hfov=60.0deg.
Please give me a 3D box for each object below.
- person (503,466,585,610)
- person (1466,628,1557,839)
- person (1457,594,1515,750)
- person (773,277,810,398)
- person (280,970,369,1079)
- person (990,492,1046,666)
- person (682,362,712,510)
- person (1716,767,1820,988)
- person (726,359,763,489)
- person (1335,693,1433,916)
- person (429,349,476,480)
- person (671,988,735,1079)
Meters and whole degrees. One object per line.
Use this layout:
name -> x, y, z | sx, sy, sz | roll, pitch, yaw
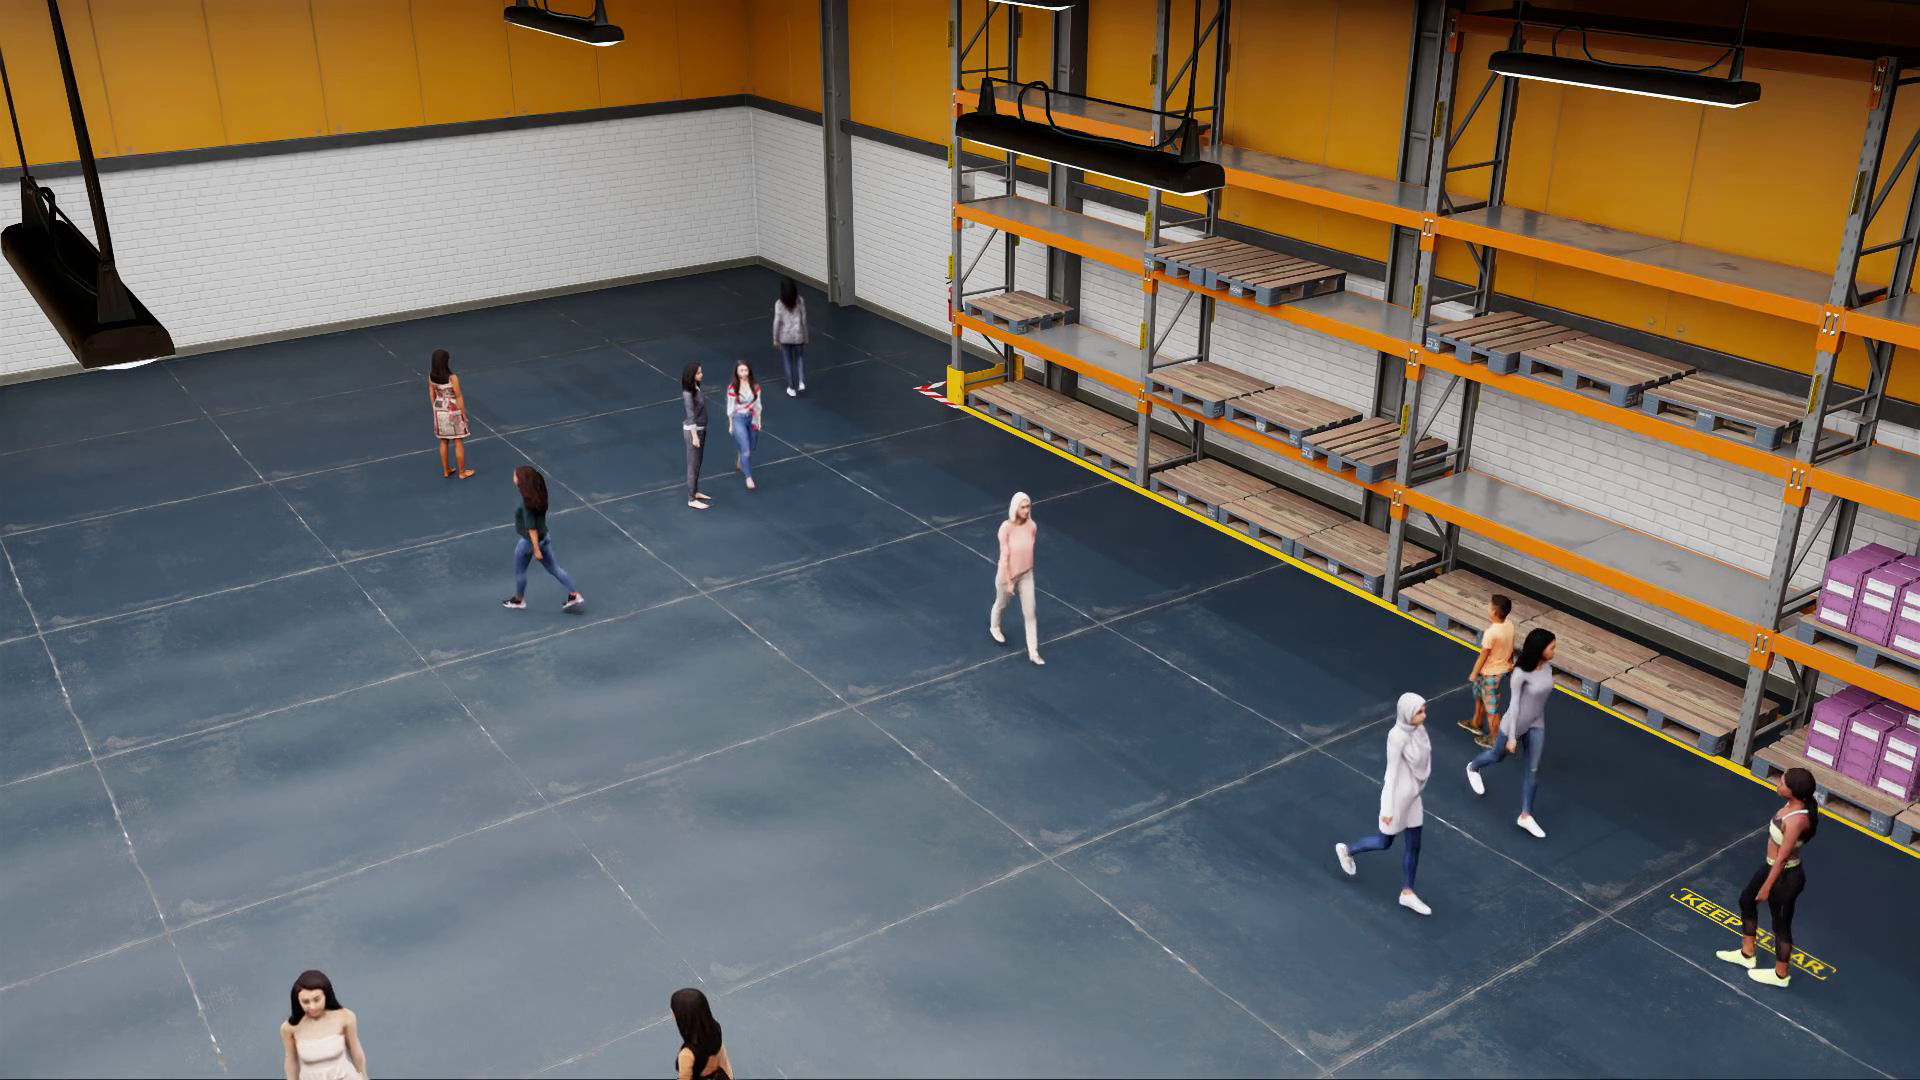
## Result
person -> -4.260, 0.021, 17.014 | 1.116, 1.576, 1.084 | 4, 24, 8
person -> 4.478, 1.492, 13.506 | 0.768, 1.690, 1.206 | -10, 25, -21
person -> 4.728, 1.178, 14.530 | 0.610, 1.446, 0.753 | -21, 31, -40
person -> -2.345, -2.835, 23.361 | 0.704, 1.726, 0.665 | -9, 25, -20
person -> -3.637, 3.162, 9.643 | 0.665, 1.725, 0.674 | -8, 25, -18
person -> 0.483, 0.330, 16.184 | 0.694, 1.673, 1.184 | -13, 27, -26
person -> -3.147, -1.267, 19.725 | 0.735, 1.764, 0.636 | 0, 24, -1
person -> 5.768, 2.356, 11.470 | 0.844, 1.738, 0.766 | 11, 26, 24
person -> -2.661, -1.457, 20.377 | 0.721, 1.591, 1.008 | -10, 26, -22
person -> 3.225, 1.924, 12.441 | 0.696, 1.752, 1.089 | -20, 30, -38
person -> -6.326, -1.564, 20.553 | 0.689, 1.645, 0.781 | 7, 25, 15
person -> -1.348, 3.287, 9.517 | 1.140, 1.597, 1.007 | 7, 25, 16
